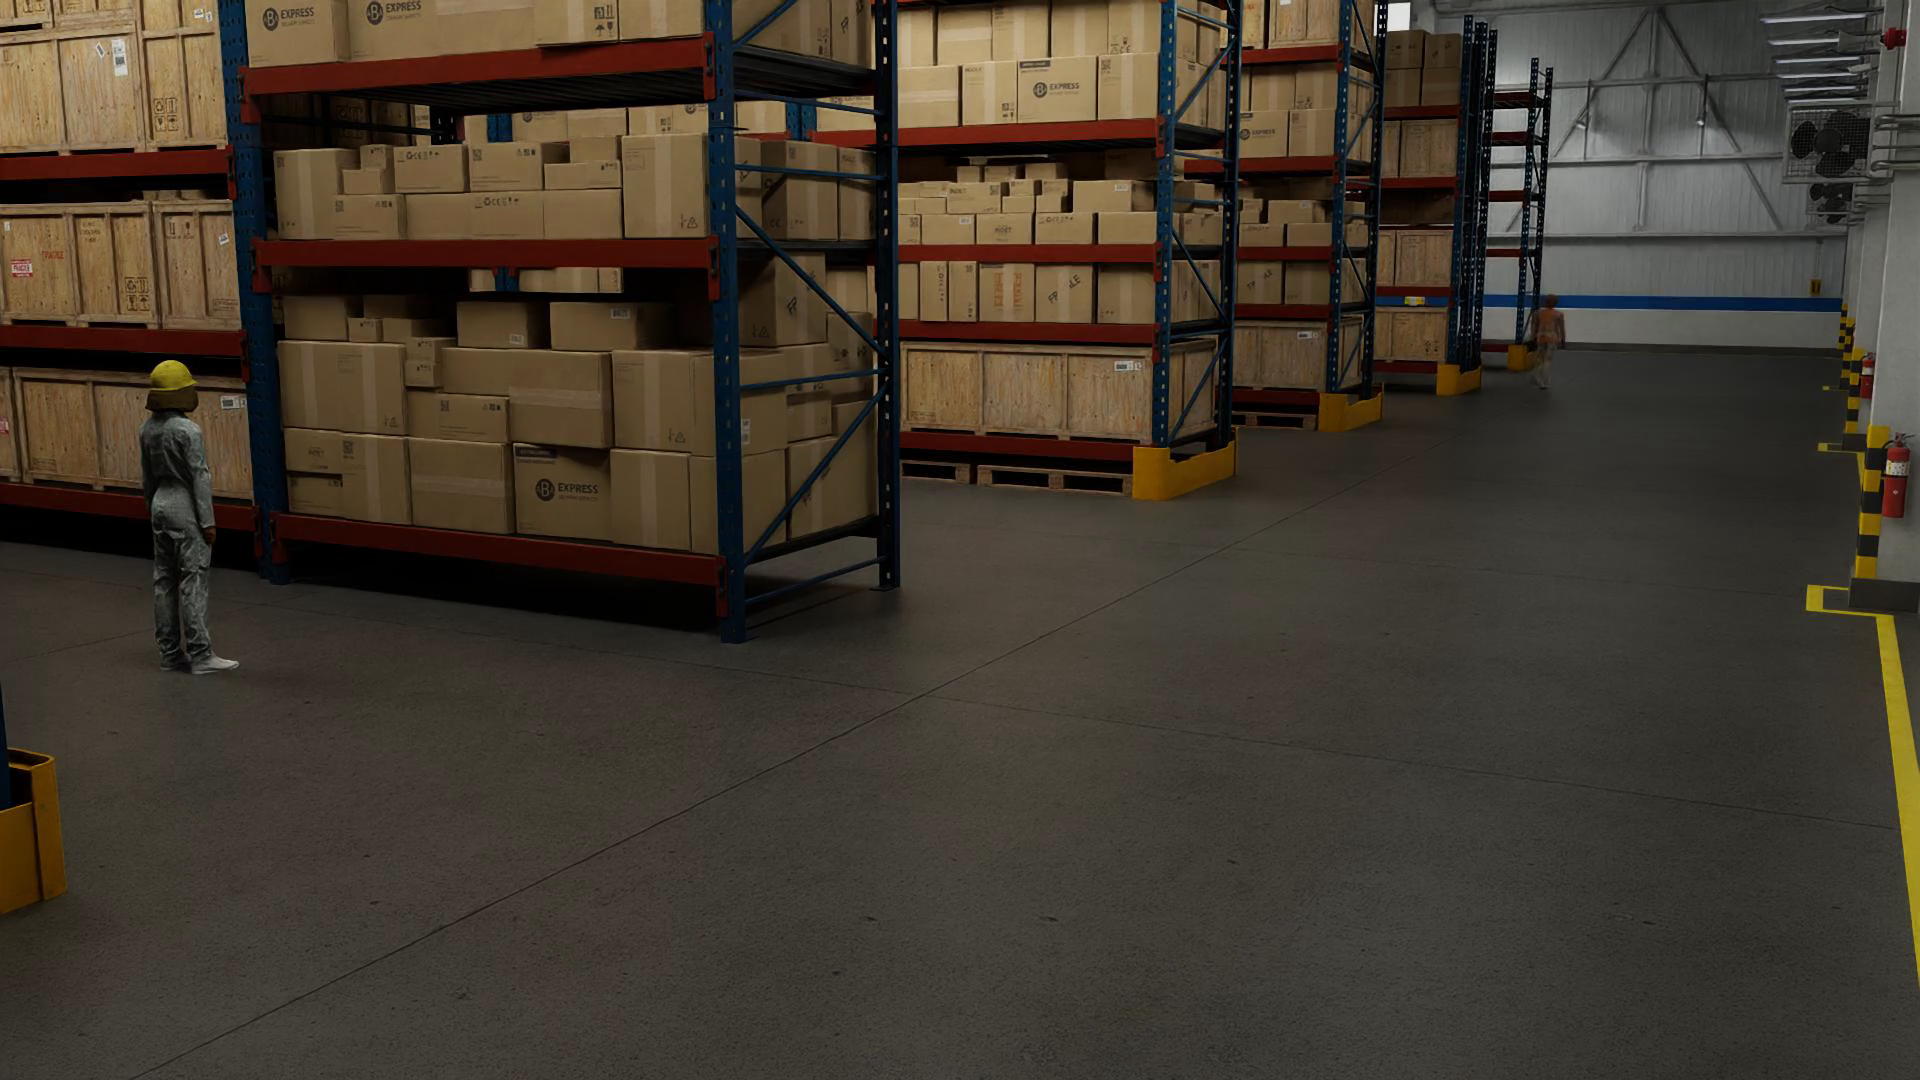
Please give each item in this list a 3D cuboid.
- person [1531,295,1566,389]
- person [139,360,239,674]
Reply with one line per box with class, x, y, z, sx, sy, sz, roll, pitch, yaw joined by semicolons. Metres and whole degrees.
person;10.197;-3.417;28.726;0.552;1.596;0.829;8;13;39
person;-4.317;-0.124;9.246;0.492;1.746;0.285;5;11;27
